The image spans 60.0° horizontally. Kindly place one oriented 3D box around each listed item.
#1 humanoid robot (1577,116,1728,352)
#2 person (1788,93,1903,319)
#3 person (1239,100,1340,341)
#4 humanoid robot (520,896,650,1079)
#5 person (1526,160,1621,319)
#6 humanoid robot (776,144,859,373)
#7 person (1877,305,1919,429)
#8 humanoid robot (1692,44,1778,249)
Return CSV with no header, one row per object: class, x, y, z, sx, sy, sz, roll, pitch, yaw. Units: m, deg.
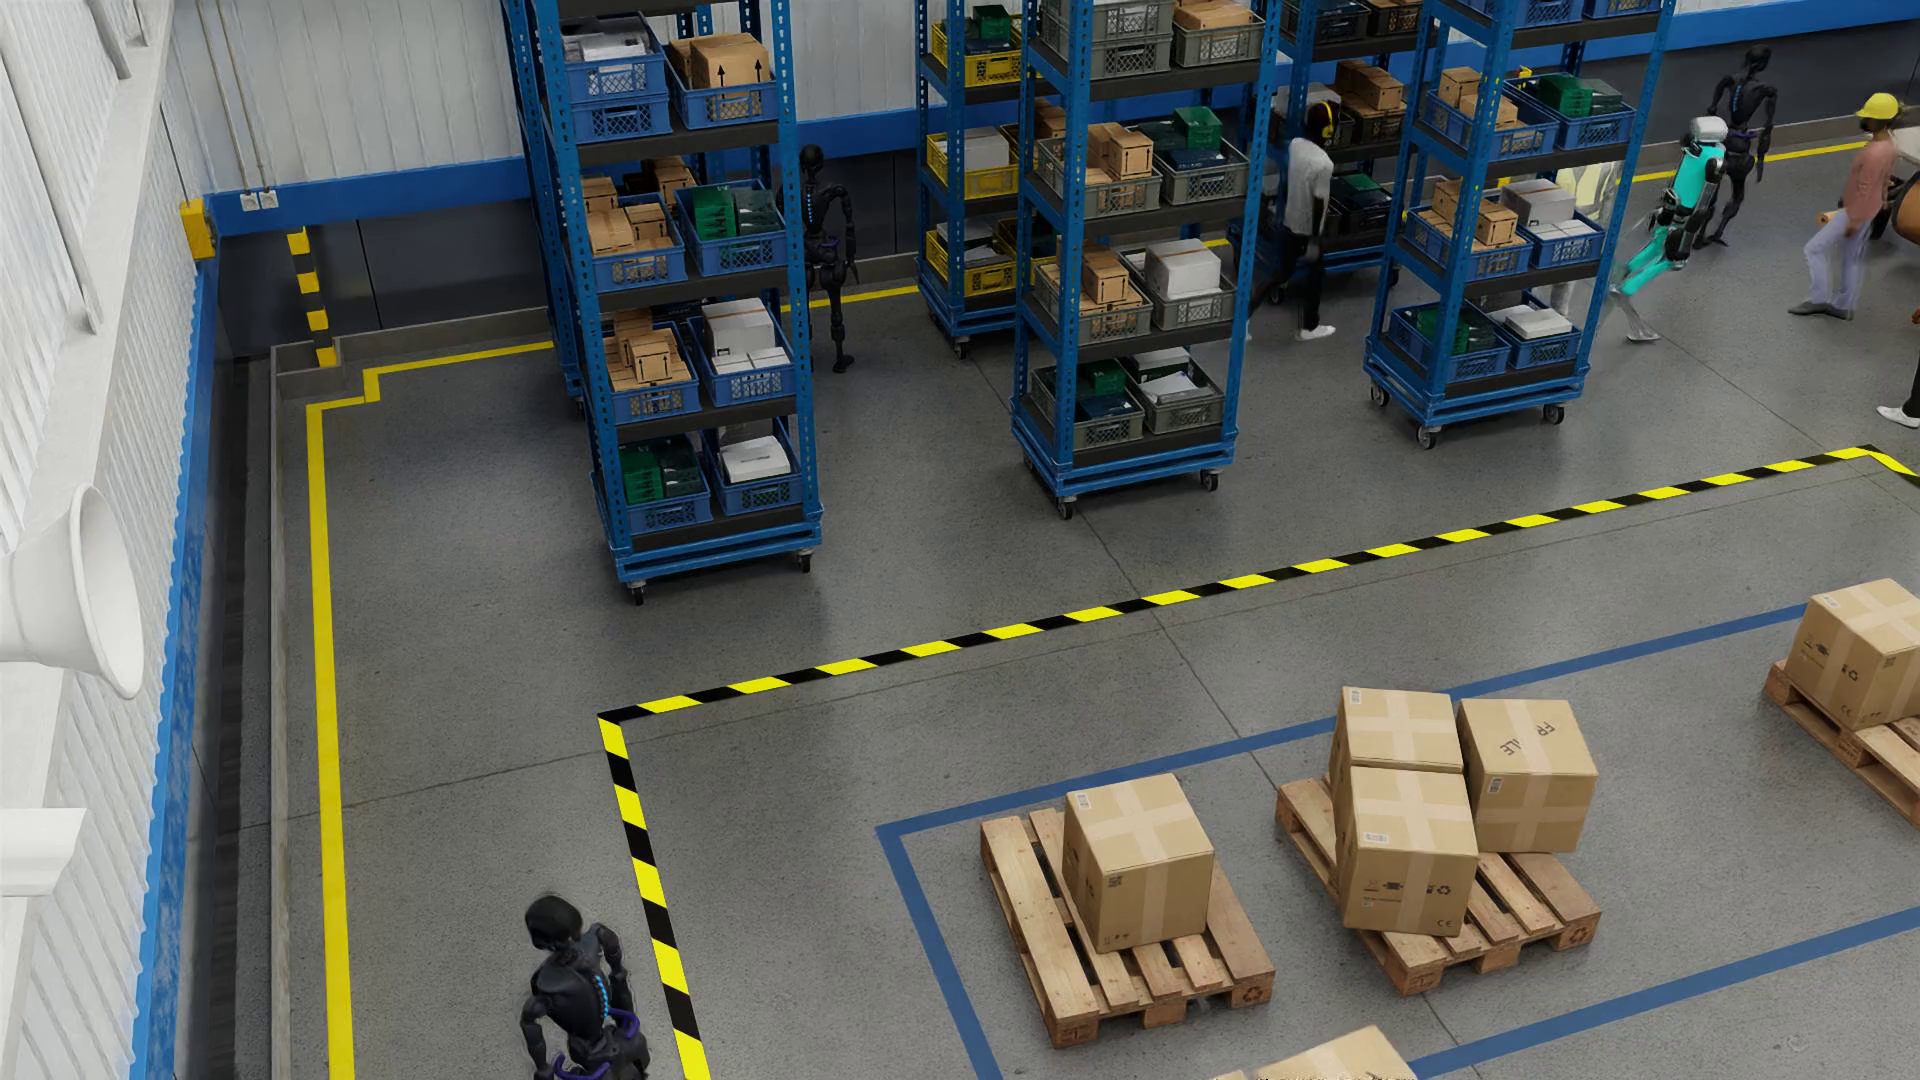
humanoid robot,4.822,-2.105,11.835,0.829,1.863,0.553,-1,35,-1
person,6.524,-2.435,12.224,0.532,1.748,0.541,22,41,28
person,2.392,-2.228,11.849,0.801,1.849,0.528,-14,38,-19
humanoid robot,-1.287,1.963,6.049,0.477,1.639,0.594,14,38,19
person,4.279,-2.216,11.832,0.633,1.841,0.429,5,36,7
humanoid robot,-1.007,-1.957,11.594,0.599,1.657,0.315,3,35,5
person,6.547,-1.600,10.955,0.587,1.848,0.396,-13,37,-17
humanoid robot,6.153,-3.121,13.263,0.355,1.645,0.599,-22,41,-28
